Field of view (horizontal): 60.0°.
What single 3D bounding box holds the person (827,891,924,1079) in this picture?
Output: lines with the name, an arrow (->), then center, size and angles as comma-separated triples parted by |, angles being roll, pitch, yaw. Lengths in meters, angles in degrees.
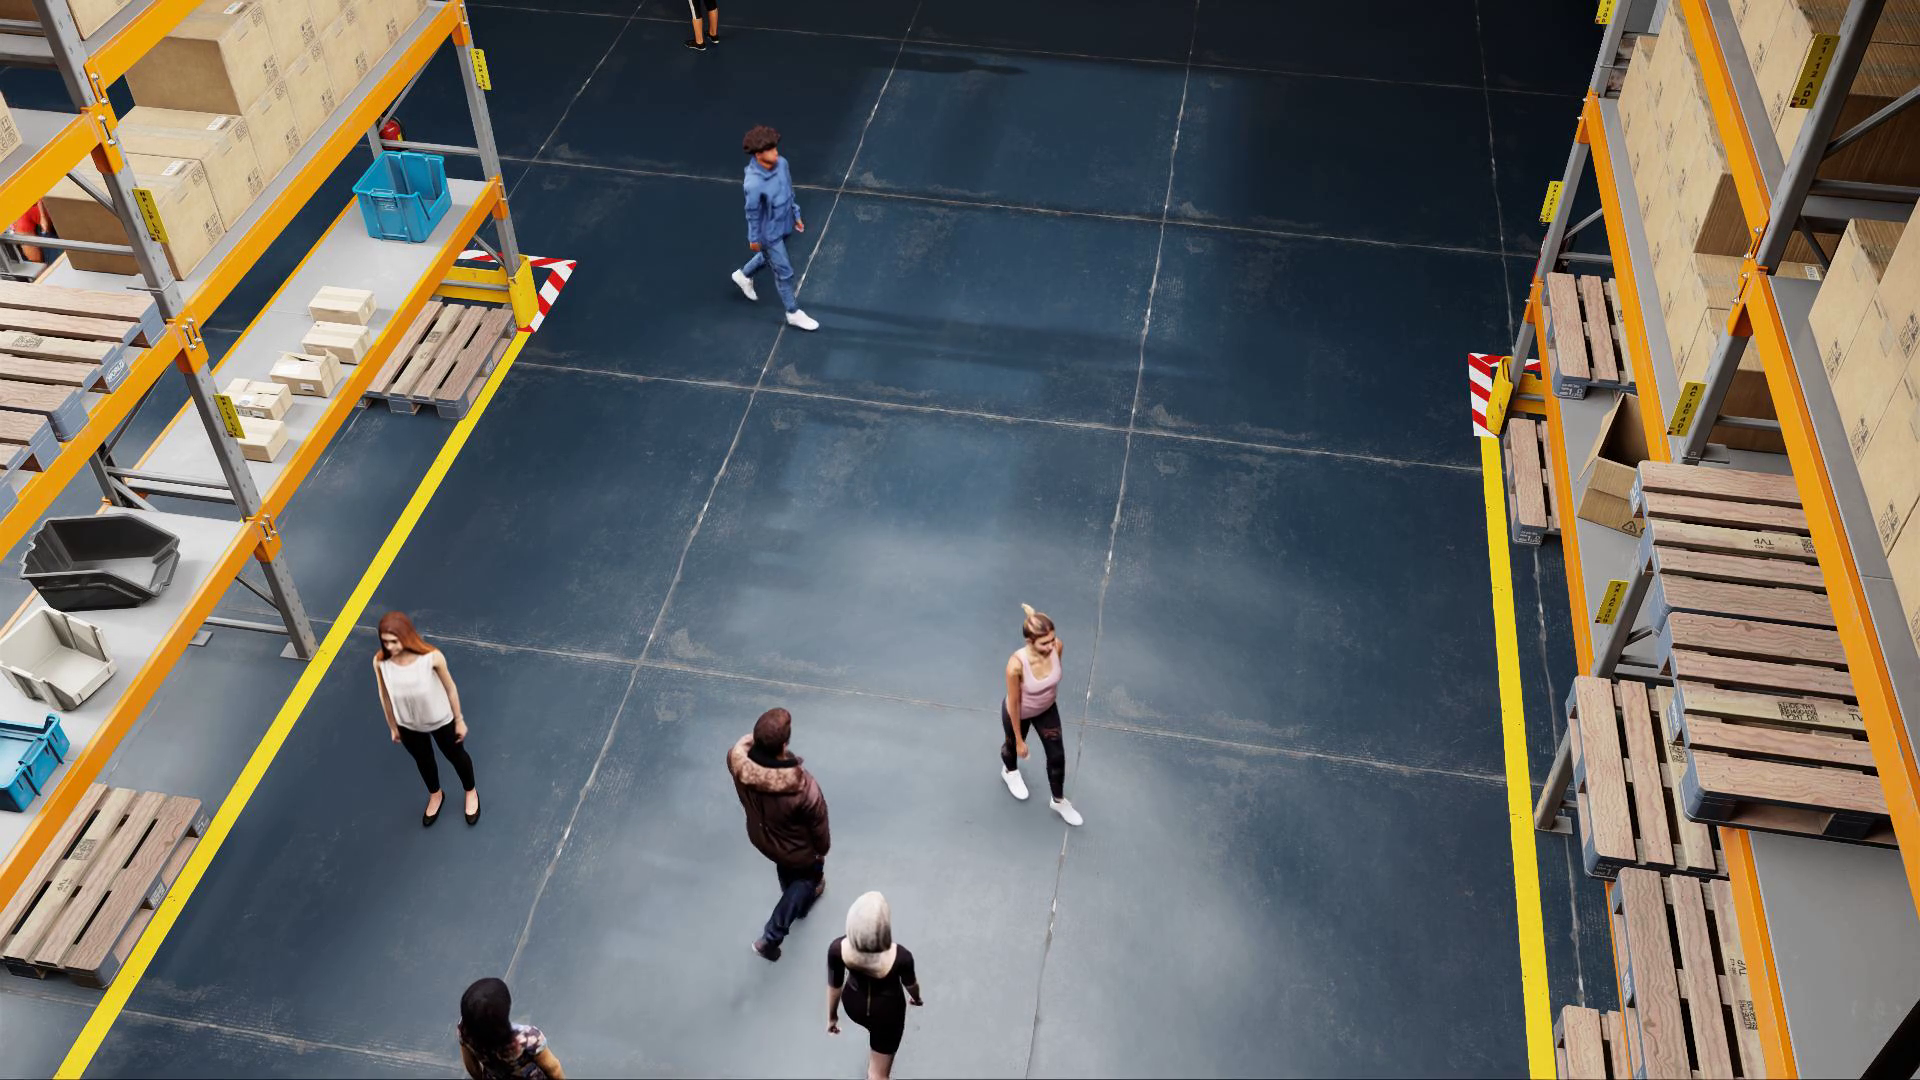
person -> -0.439, 2.422, 8.190 | 0.599, 1.786, 1.136 | 7, 44, 7

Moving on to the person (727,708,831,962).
person -> -0.993, 1.612, 9.012 | 0.981, 1.827, 1.112 | 24, 49, 23

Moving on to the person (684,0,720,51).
person -> -2.690, -5.835, 16.943 | 0.722, 1.669, 0.614 | 30, 51, 28

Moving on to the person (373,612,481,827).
person -> -3.109, 1.033, 9.695 | 0.628, 1.721, 0.568 | -2, 44, -2

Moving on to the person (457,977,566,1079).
person -> -2.121, 2.639, 8.001 | 0.598, 1.733, 0.488 | 6, 44, 6

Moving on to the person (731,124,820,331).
person -> -1.583, -2.556, 13.419 | 0.969, 1.782, 1.151 | 19, 47, 19

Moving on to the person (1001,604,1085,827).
person -> 0.364, 0.955, 9.845 | 0.861, 1.629, 0.951 | -21, 47, -21
